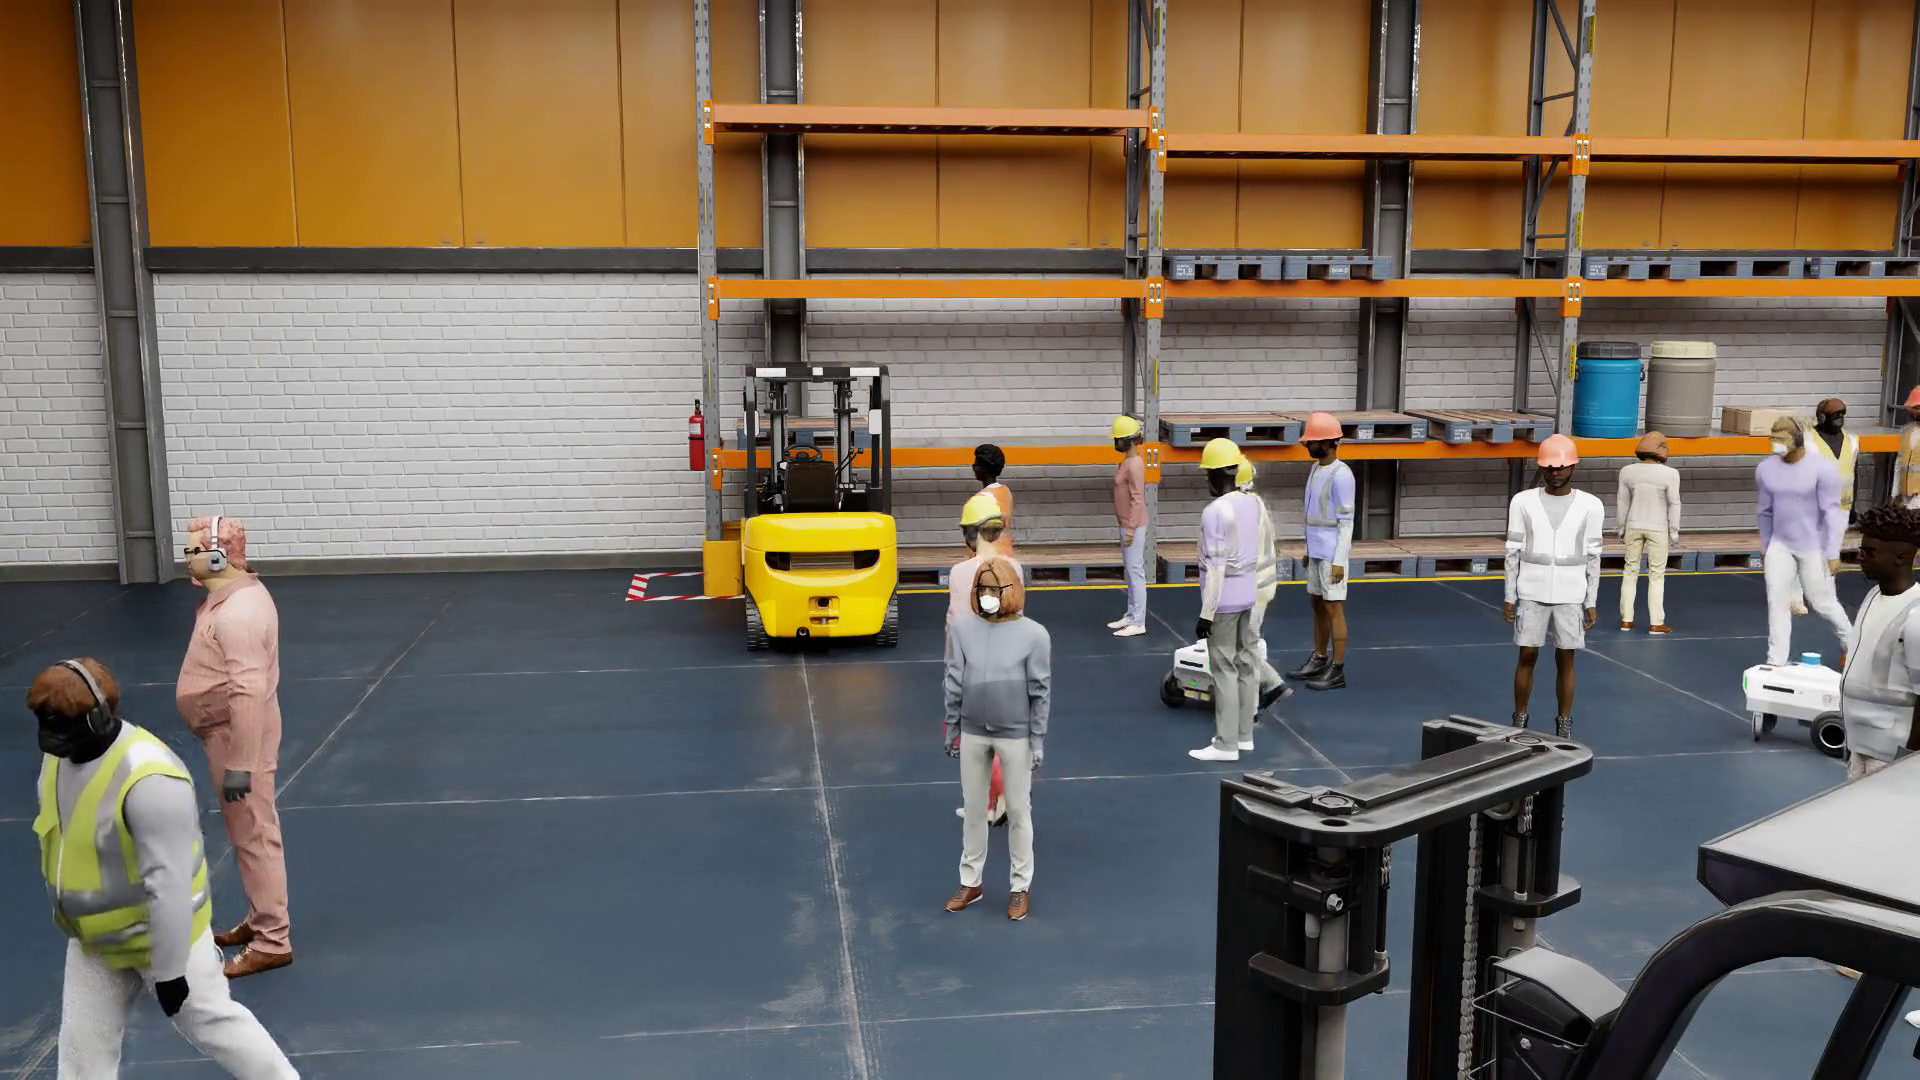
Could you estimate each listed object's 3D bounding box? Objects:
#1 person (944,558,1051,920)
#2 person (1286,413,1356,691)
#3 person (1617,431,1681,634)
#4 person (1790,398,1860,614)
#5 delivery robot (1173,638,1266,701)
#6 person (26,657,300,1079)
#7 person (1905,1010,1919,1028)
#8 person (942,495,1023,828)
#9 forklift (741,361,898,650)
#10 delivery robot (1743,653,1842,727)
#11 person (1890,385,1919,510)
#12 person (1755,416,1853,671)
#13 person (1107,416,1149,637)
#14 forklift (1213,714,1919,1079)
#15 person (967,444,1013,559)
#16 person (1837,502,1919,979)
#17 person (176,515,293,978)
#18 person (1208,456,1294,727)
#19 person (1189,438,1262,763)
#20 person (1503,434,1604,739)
[{"bbox_3d":[0.160,0.884,7.469,0.497,1.633,0.285,4,10,21],"label":"person"},{"bbox_3d":[2.523,0.080,11.560,0.376,1.933,0.545,-2,9,-11],"label":"person"},{"bbox_3d":[5.530,-0.062,13.372,0.499,1.633,0.279,9,13,43],"label":"person"},{"bbox_3d":[7.322,-0.283,14.112,0.633,1.841,0.429,-1,9,-5],"label":"person"},{"bbox_3d":[1.738,0.796,11.084,0.477,0.478,0.707,8,12,41],"label":"delivery robot"},{"bbox_3d":[-2.499,1.189,5.165,0.659,1.777,0.981,6,11,31],"label":"person"},{"bbox_3d":[3.895,0.953,6.152,0.380,1.918,0.596,-4,10,-24],"label":"person"},{"bbox_3d":[0.152,0.646,8.598,0.489,1.742,0.535,8,12,42],"label":"person"},{"bbox_3d":[-1.154,-0.340,13.365,1.214,2.155,2.313,-1,9,-7],"label":"forklift"},{"bbox_3d":[5.209,0.936,10.210,0.477,0.478,0.707,-9,13,-44],"label":"delivery robot"},{"bbox_3d":[8.718,-0.453,15.002,0.934,1.905,0.555,-2,9,-12],"label":"person"},{"bbox_3d":[6.049,0.049,11.891,0.853,1.903,0.668,-5,11,-30],"label":"person"},{"bbox_3d":[1.338,-0.109,13.283,0.327,1.760,0.523,0,9,0],"label":"person"},{"bbox_3d":[1.441,1.425,2.350,1.214,2.155,2.313,-7,12,-39],"label":"forklift"},{"bbox_3d":[0.205,0.166,11.757,0.318,1.697,0.535,3,10,19],"label":"person"},{"bbox_3d":[3.798,0.820,6.831,0.364,1.964,0.612,1,9,9],"label":"person"},{"bbox_3d":[-3.009,0.842,6.886,0.402,1.906,0.652,-4,10,-22],"label":"person"},{"bbox_3d":[1.797,0.335,10.438,0.543,1.782,0.633,0,9,3],"label":"person"},{"bbox_3d":[1.562,0.356,9.856,0.381,1.923,0.591,6,11,34],"label":"person"},{"bbox_3d":[3.551,0.328,9.995,0.552,1.937,0.356,3,10,20],"label":"person"}]
